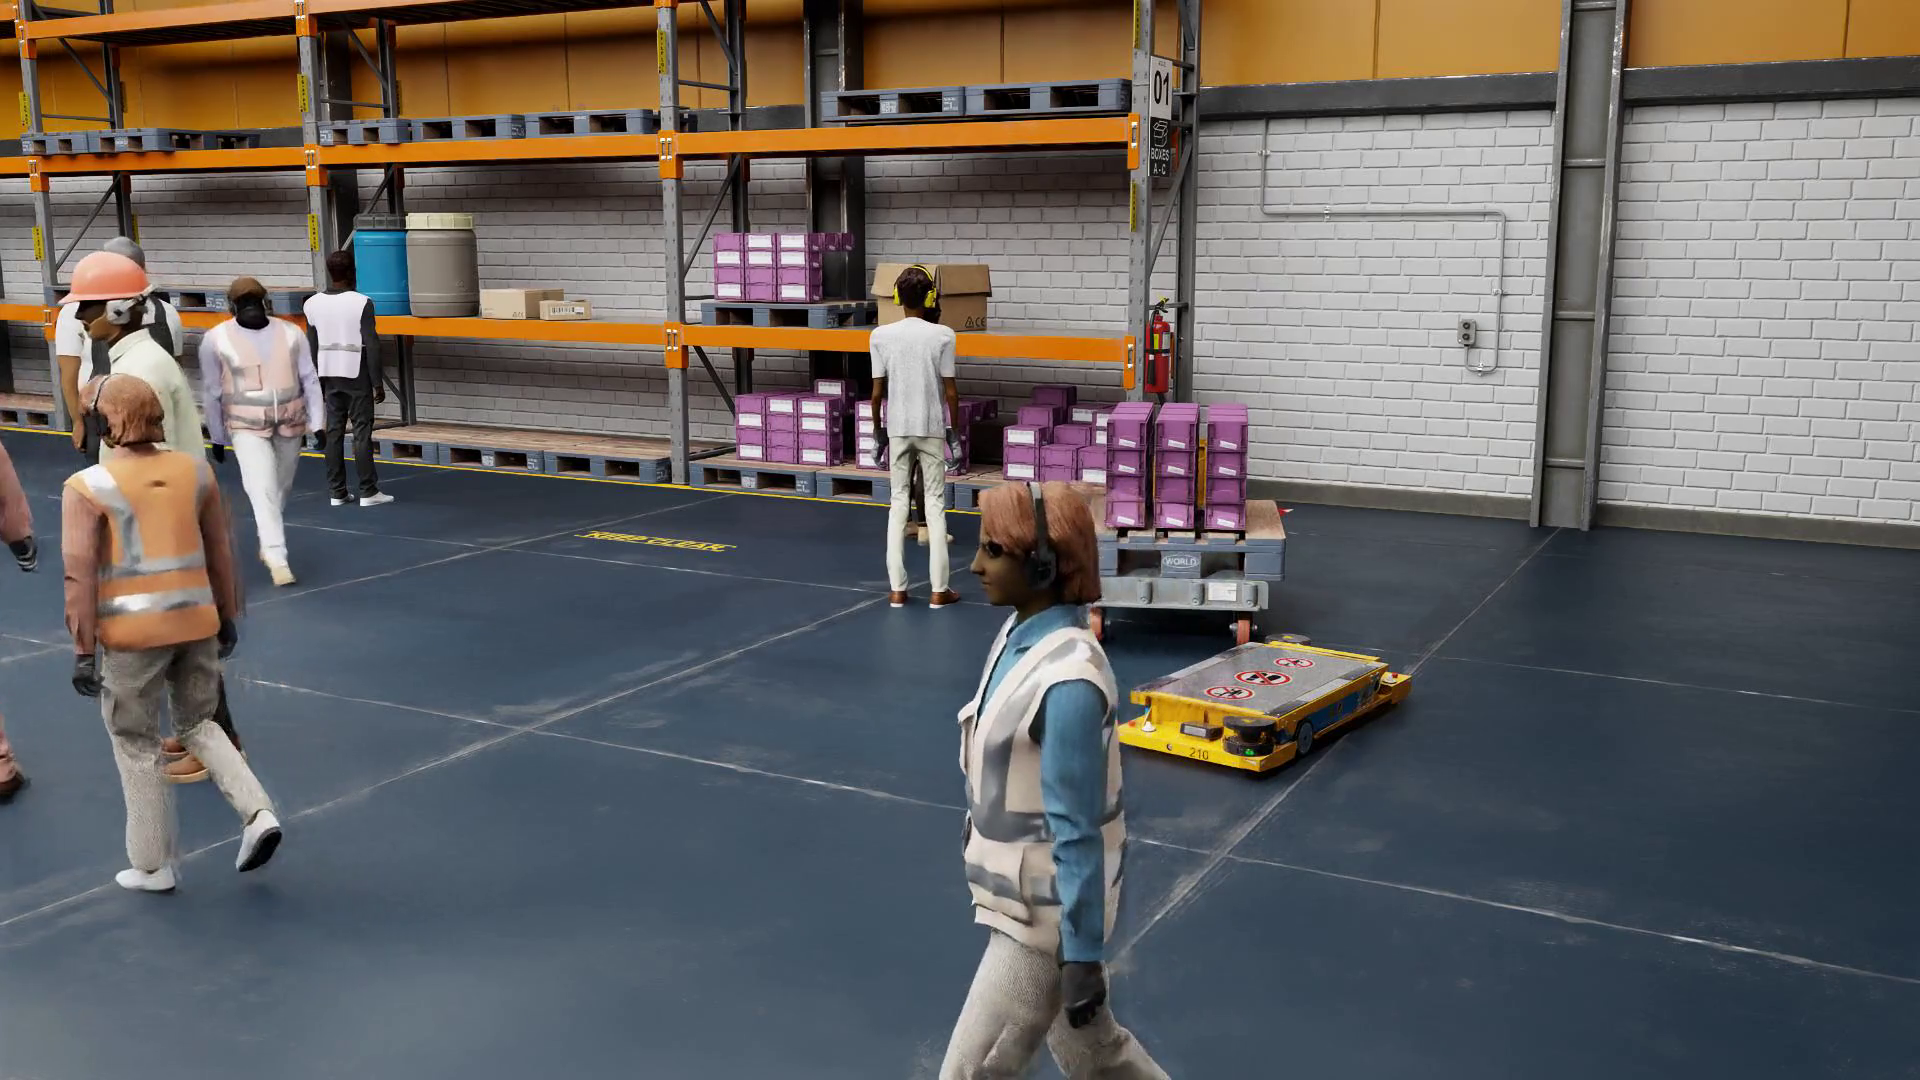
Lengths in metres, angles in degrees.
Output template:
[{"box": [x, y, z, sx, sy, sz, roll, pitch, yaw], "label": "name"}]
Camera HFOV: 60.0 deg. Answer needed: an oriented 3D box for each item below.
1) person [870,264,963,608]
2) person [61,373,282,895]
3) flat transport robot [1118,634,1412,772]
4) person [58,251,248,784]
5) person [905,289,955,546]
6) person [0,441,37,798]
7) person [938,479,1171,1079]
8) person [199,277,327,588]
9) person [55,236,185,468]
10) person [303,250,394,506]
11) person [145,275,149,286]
[{"box": [-0.237, -0.551, 9.089, 0.519, 1.862, 0.326, 2, 11, 11], "label": "person"}, {"box": [-2.401, 0.300, 5.075, 0.484, 1.618, 0.553, 5, 12, 27], "label": "person"}, {"box": [1.285, 0.644, 6.894, 0.652, 0.197, 1.431, 8, 13, 37], "label": "flat transport robot"}, {"box": [-3.041, -0.087, 6.251, 0.471, 1.973, 0.625, -6, 12, -28], "label": "person"}, {"box": [-0.255, -0.815, 10.984, 0.321, 1.696, 0.536, -6, 12, -29], "label": "person"}, {"box": [-3.769, 0.024, 6.034, 0.838, 1.862, 0.669, 3, 11, 17], "label": "person"}, {"box": [0.198, 0.672, 3.091, 0.829, 1.603, 0.527, -1, 10, -5], "label": "person"}, {"box": [-4.123, -0.662, 9.896, 0.628, 1.792, 0.949, -9, 14, -40], "label": "person"}, {"box": [-4.694, -0.707, 9.451, 0.673, 2.000, 0.535, -10, 14, -43], "label": "person"}, {"box": [-4.620, -1.208, 12.527, 0.587, 1.920, 0.391, 2, 11, 13], "label": "person"}, {"box": [-5.652, -0.971, 11.366, 0.456, 1.886, 0.600, -1, 10, -5], "label": "person"}]
